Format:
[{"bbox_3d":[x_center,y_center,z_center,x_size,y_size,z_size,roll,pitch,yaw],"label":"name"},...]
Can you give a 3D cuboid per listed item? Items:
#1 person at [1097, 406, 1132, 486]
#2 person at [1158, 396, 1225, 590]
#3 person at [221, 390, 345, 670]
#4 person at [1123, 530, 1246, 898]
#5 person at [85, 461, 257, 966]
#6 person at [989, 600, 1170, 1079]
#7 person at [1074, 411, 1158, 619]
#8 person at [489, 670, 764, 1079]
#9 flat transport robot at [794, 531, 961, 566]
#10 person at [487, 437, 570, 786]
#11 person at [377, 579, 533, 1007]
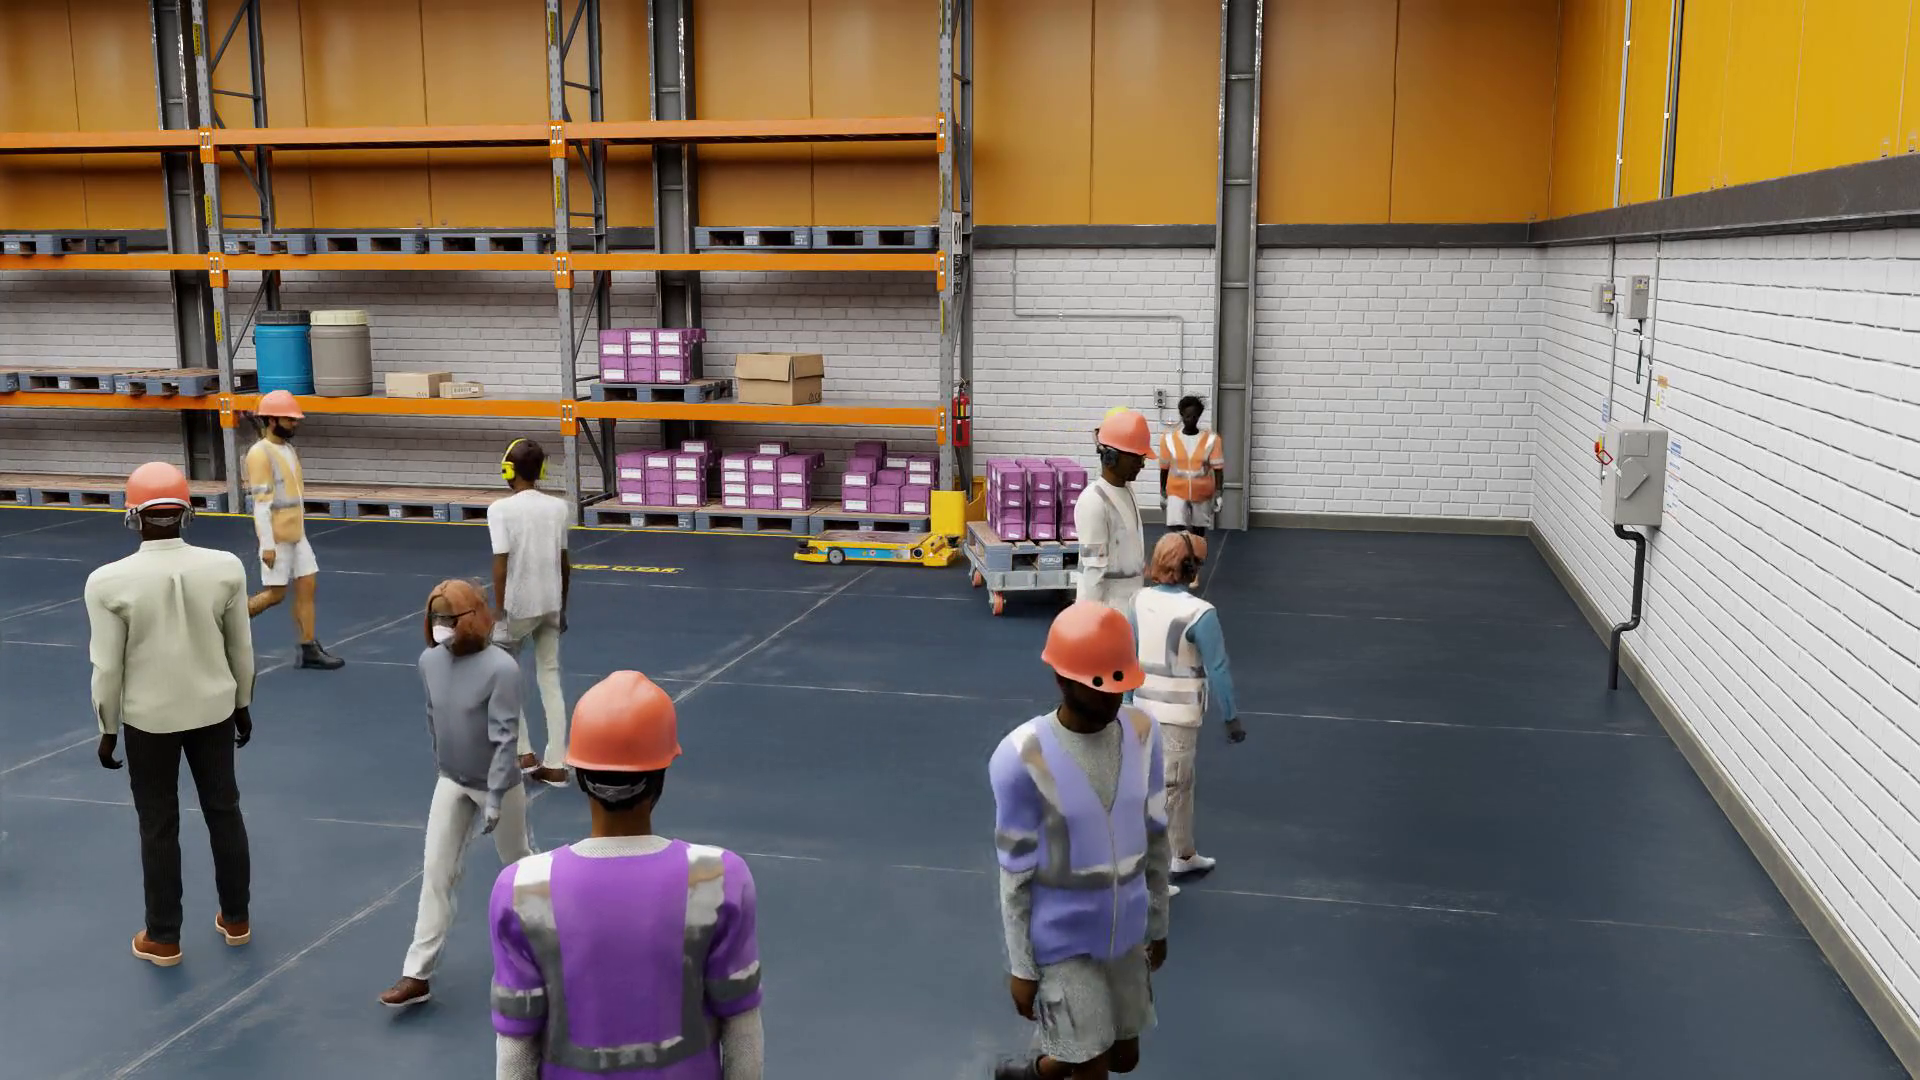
[{"bbox_3d":[1.115,-0.090,11.923,0.325,1.740,0.492,1,10,5],"label":"person"},{"bbox_3d":[1.901,-0.356,13.725,0.549,1.644,0.877,1,10,8],"label":"person"},{"bbox_3d":[-4.623,-0.055,11.193,0.798,1.916,0.555,1,10,5],"label":"person"},{"bbox_3d":[0.998,0.761,7.252,0.678,1.613,0.517,-5,11,-29],"label":"person"},{"bbox_3d":[-3.109,0.683,6.598,0.612,1.995,0.382,-9,13,-43],"label":"person"},{"bbox_3d":[0.294,1.057,4.671,0.571,1.901,0.717,-5,11,-29],"label":"person"},{"bbox_3d":[0.781,0.372,8.324,0.384,2.035,0.605,3,10,19],"label":"person"},{"bbox_3d":[-0.692,1.229,3.530,0.551,1.936,0.357,-2,10,-10],"label":"person"},{"bbox_3d":[-0.755,0.064,15.358,1.431,0.197,0.652,2,10,11],"label":"flat transport robot"},{"bbox_3d":[-2.297,0.386,8.809,0.553,1.841,0.557,9,13,42],"label":"person"},{"bbox_3d":[-1.853,0.942,6.234,0.513,1.594,0.821,4,10,22],"label":"person"}]
